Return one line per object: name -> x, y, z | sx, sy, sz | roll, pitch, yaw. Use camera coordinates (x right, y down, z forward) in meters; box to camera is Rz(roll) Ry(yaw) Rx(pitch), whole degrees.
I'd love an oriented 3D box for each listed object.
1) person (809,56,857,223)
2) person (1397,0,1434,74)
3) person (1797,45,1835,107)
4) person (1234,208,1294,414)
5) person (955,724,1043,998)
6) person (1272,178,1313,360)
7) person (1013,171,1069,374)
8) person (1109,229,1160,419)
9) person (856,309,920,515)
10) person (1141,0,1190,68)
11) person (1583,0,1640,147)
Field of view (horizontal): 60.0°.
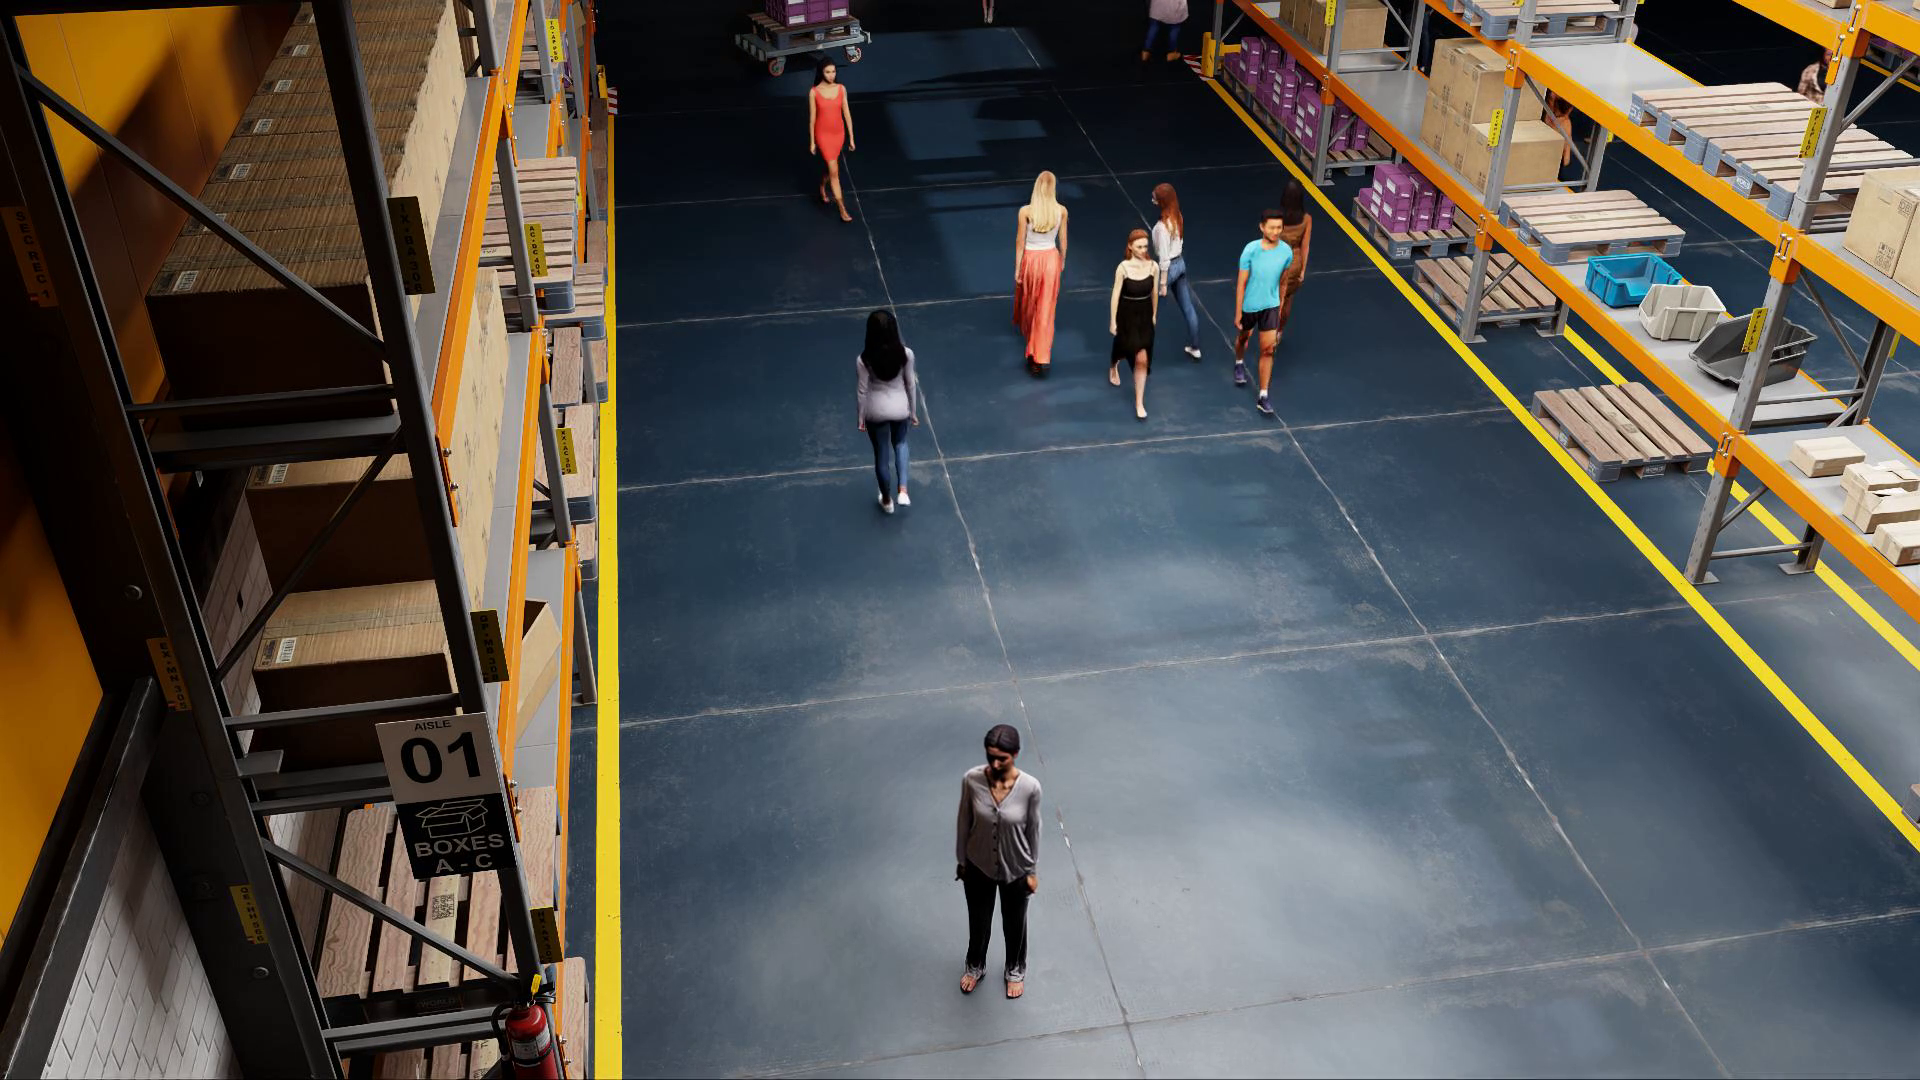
person -> -1.423, -4.326, 17.848 | 0.853, 1.671, 1.214 | -16, 37, -23
person -> 5.812, -6.740, 21.021 | 0.722, 1.775, 0.584 | -5, 34, -7
person -> 9.234, -4.613, 18.195 | 0.607, 1.765, 0.935 | -4, 34, -6
person -> 2.540, -2.038, 14.357 | 0.732, 1.726, 1.171 | -2, 34, -4
person -> 0.204, 1.676, 8.725 | 0.662, 1.774, 0.648 | 6, 34, 9
person -> 2.897, -2.393, 14.948 | 0.814, 1.662, 1.082 | 7, 34, 10
person -> 0.733, -2.333, 14.783 | 0.705, 1.746, 1.275 | -5, 34, -7
person -> 1.465, -1.935, 14.323 | 0.585, 1.591, 1.053 | -5, 34, -8
person -> -0.531, -0.914, 12.667 | 0.657, 1.725, 0.695 | -8, 35, -12
person -> 2.690, -7.098, 21.988 | 1.108, 1.705, 1.159 | 20, 38, 27
person -> 7.729, -5.527, 19.609 | 0.685, 1.723, 0.710 | -29, 43, -36
